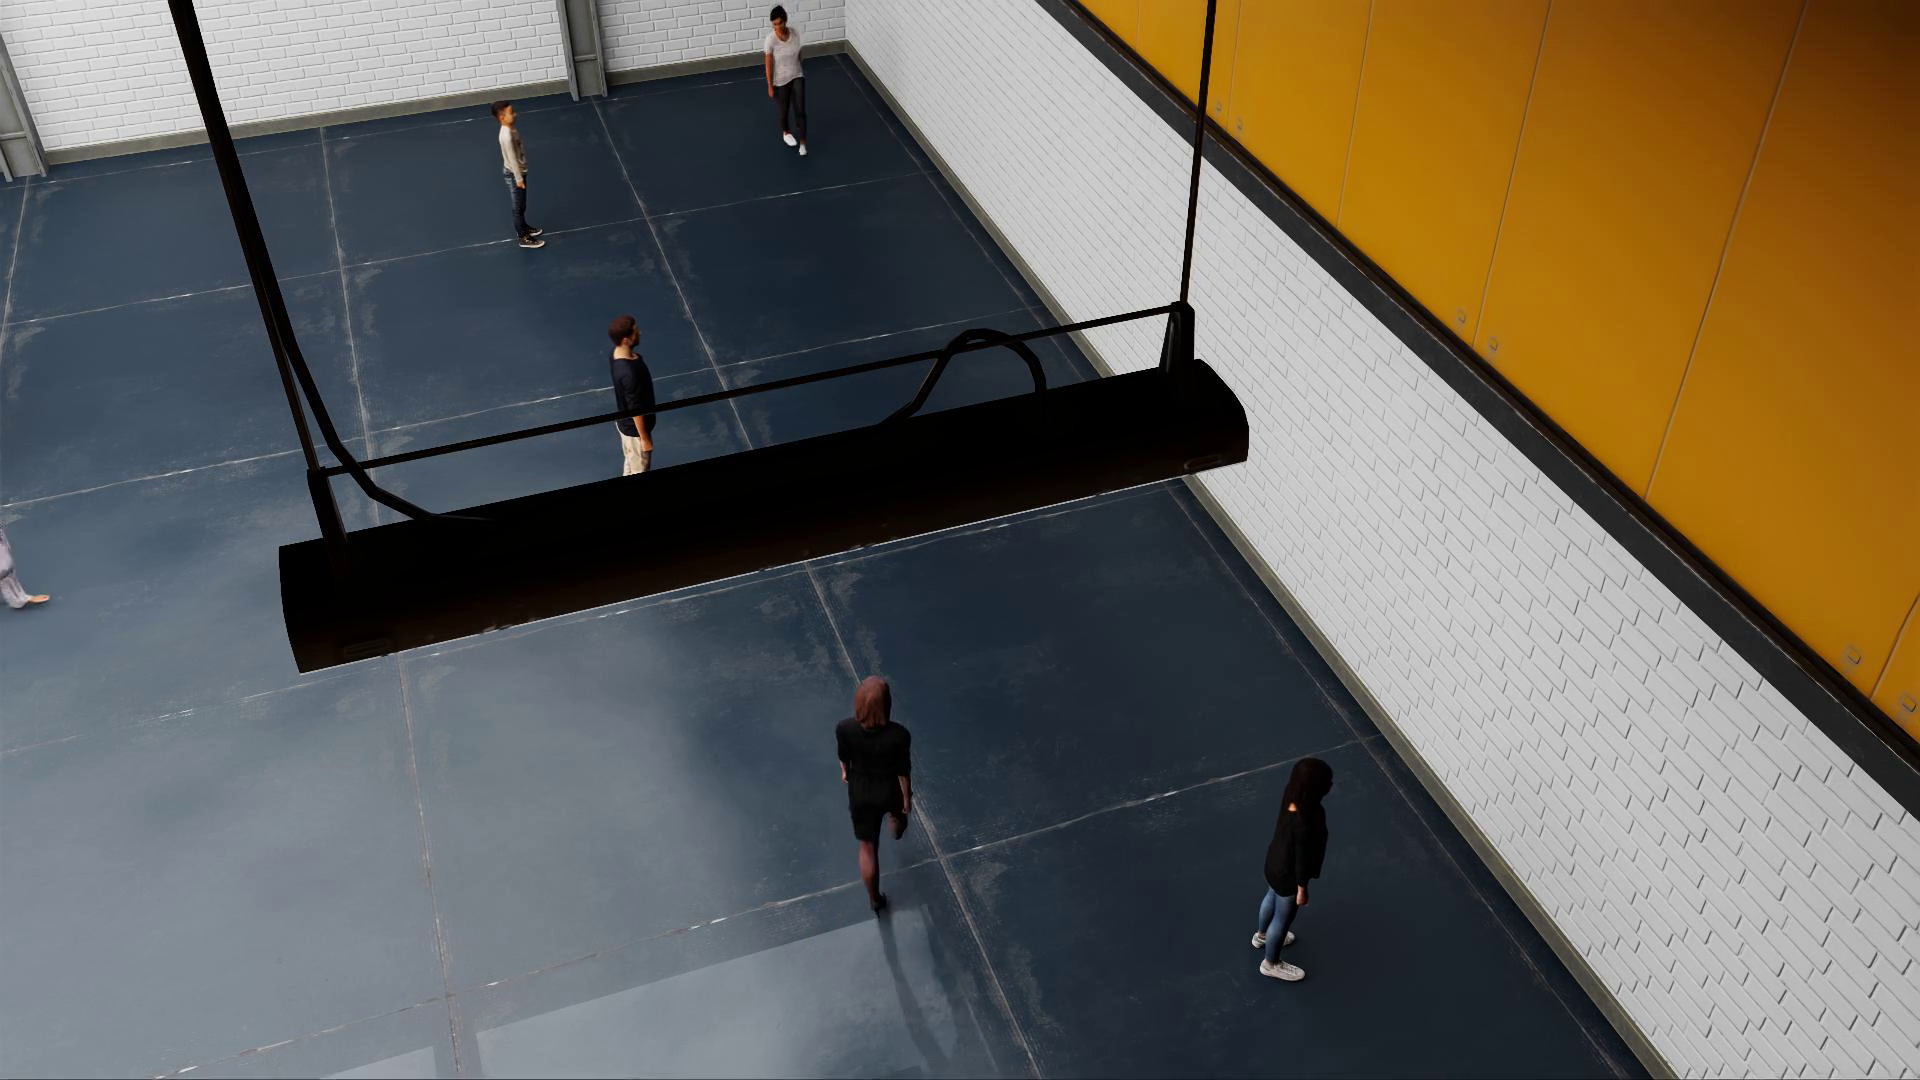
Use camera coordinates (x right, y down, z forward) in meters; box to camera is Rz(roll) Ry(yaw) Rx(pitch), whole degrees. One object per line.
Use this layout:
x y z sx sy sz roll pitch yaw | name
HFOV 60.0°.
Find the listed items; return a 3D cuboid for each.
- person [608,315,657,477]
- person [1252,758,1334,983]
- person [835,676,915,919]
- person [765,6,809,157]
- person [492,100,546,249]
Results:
-2.439 -0.856 12.444 0.531 1.852 0.625 -13 40 -16 | person
1.845 1.806 9.275 0.611 1.646 0.636 -1 39 -2 | person
-0.494 1.535 9.593 1.039 1.673 0.951 5 39 6 | person
-1.848 -4.933 17.744 0.795 1.608 0.682 -22 44 -25 | person
-4.321 -3.570 16.151 0.541 1.465 0.579 -8 39 -10 | person
